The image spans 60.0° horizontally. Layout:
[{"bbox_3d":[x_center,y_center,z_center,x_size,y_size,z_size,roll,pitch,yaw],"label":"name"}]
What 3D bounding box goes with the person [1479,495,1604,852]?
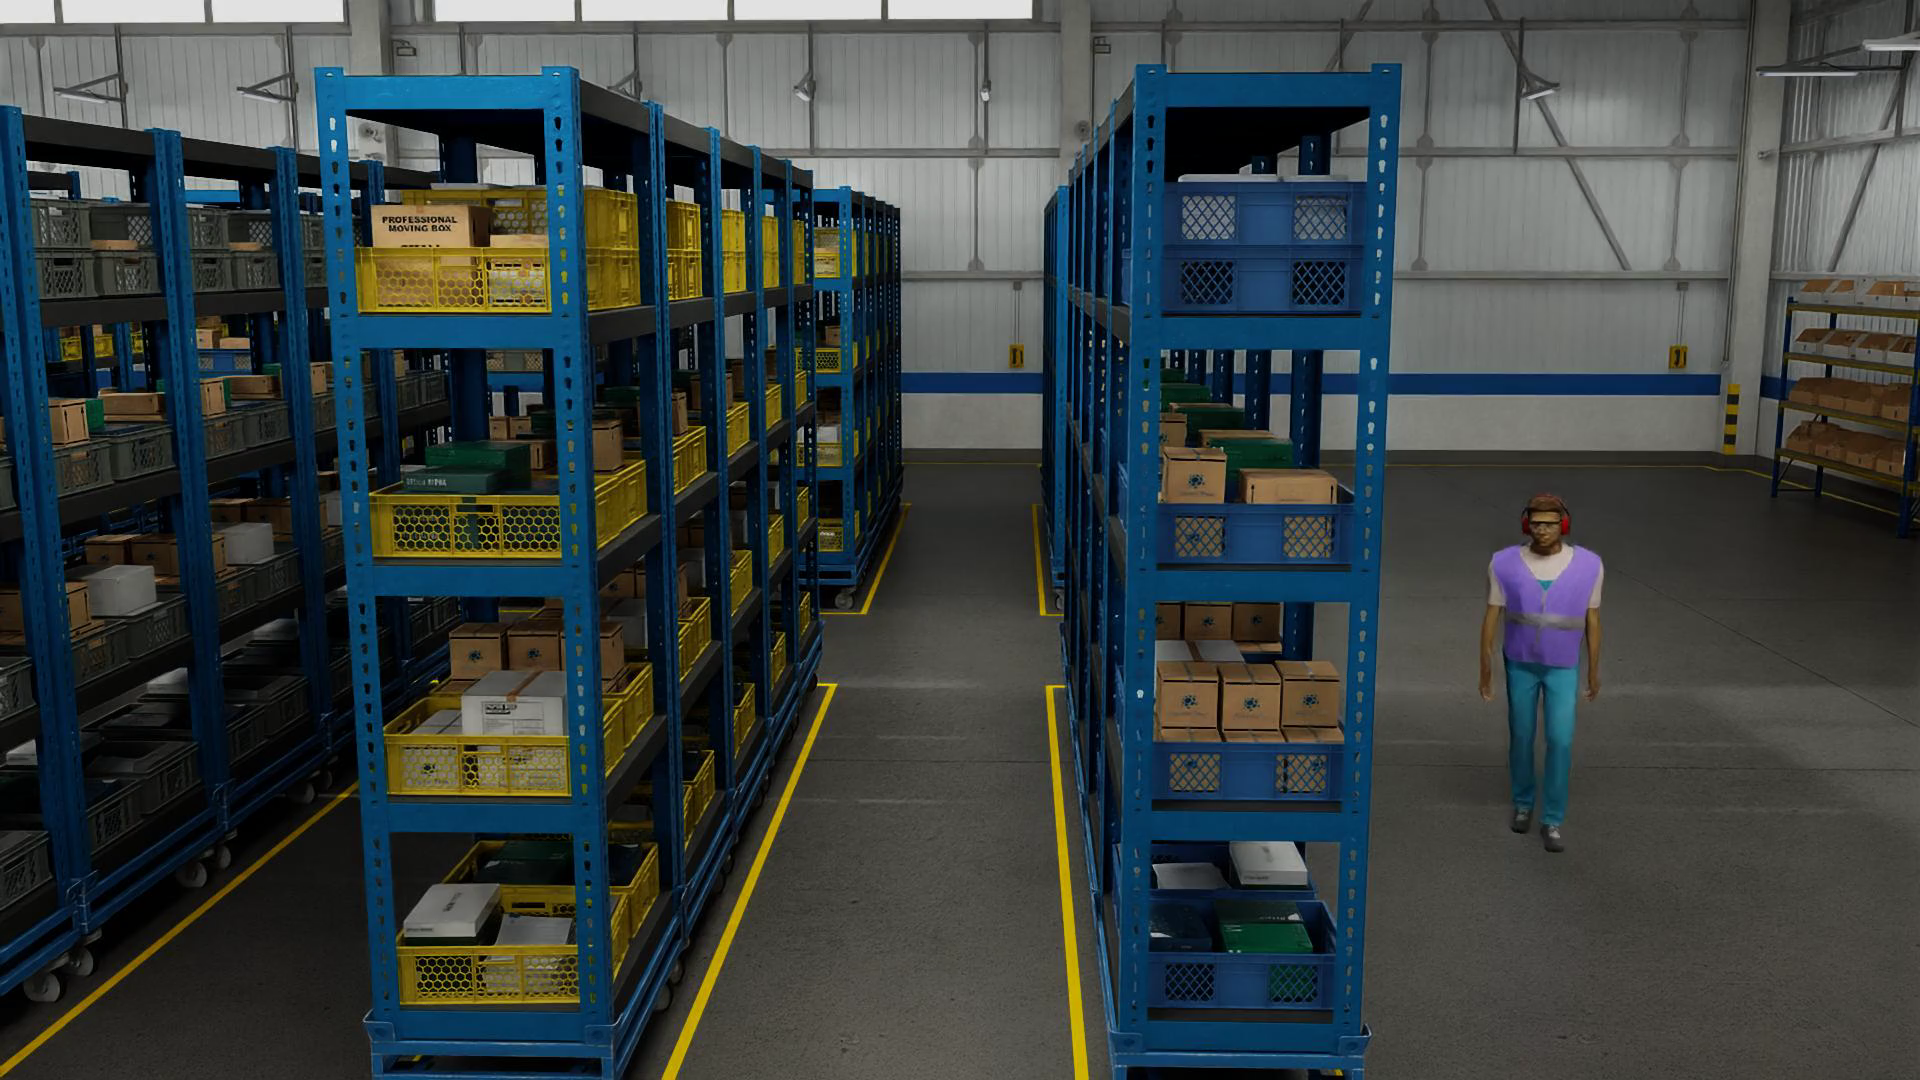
[{"bbox_3d":[2.982,0.675,8.573,0.592,1.817,0.711,4,10,20],"label":"person"}]
